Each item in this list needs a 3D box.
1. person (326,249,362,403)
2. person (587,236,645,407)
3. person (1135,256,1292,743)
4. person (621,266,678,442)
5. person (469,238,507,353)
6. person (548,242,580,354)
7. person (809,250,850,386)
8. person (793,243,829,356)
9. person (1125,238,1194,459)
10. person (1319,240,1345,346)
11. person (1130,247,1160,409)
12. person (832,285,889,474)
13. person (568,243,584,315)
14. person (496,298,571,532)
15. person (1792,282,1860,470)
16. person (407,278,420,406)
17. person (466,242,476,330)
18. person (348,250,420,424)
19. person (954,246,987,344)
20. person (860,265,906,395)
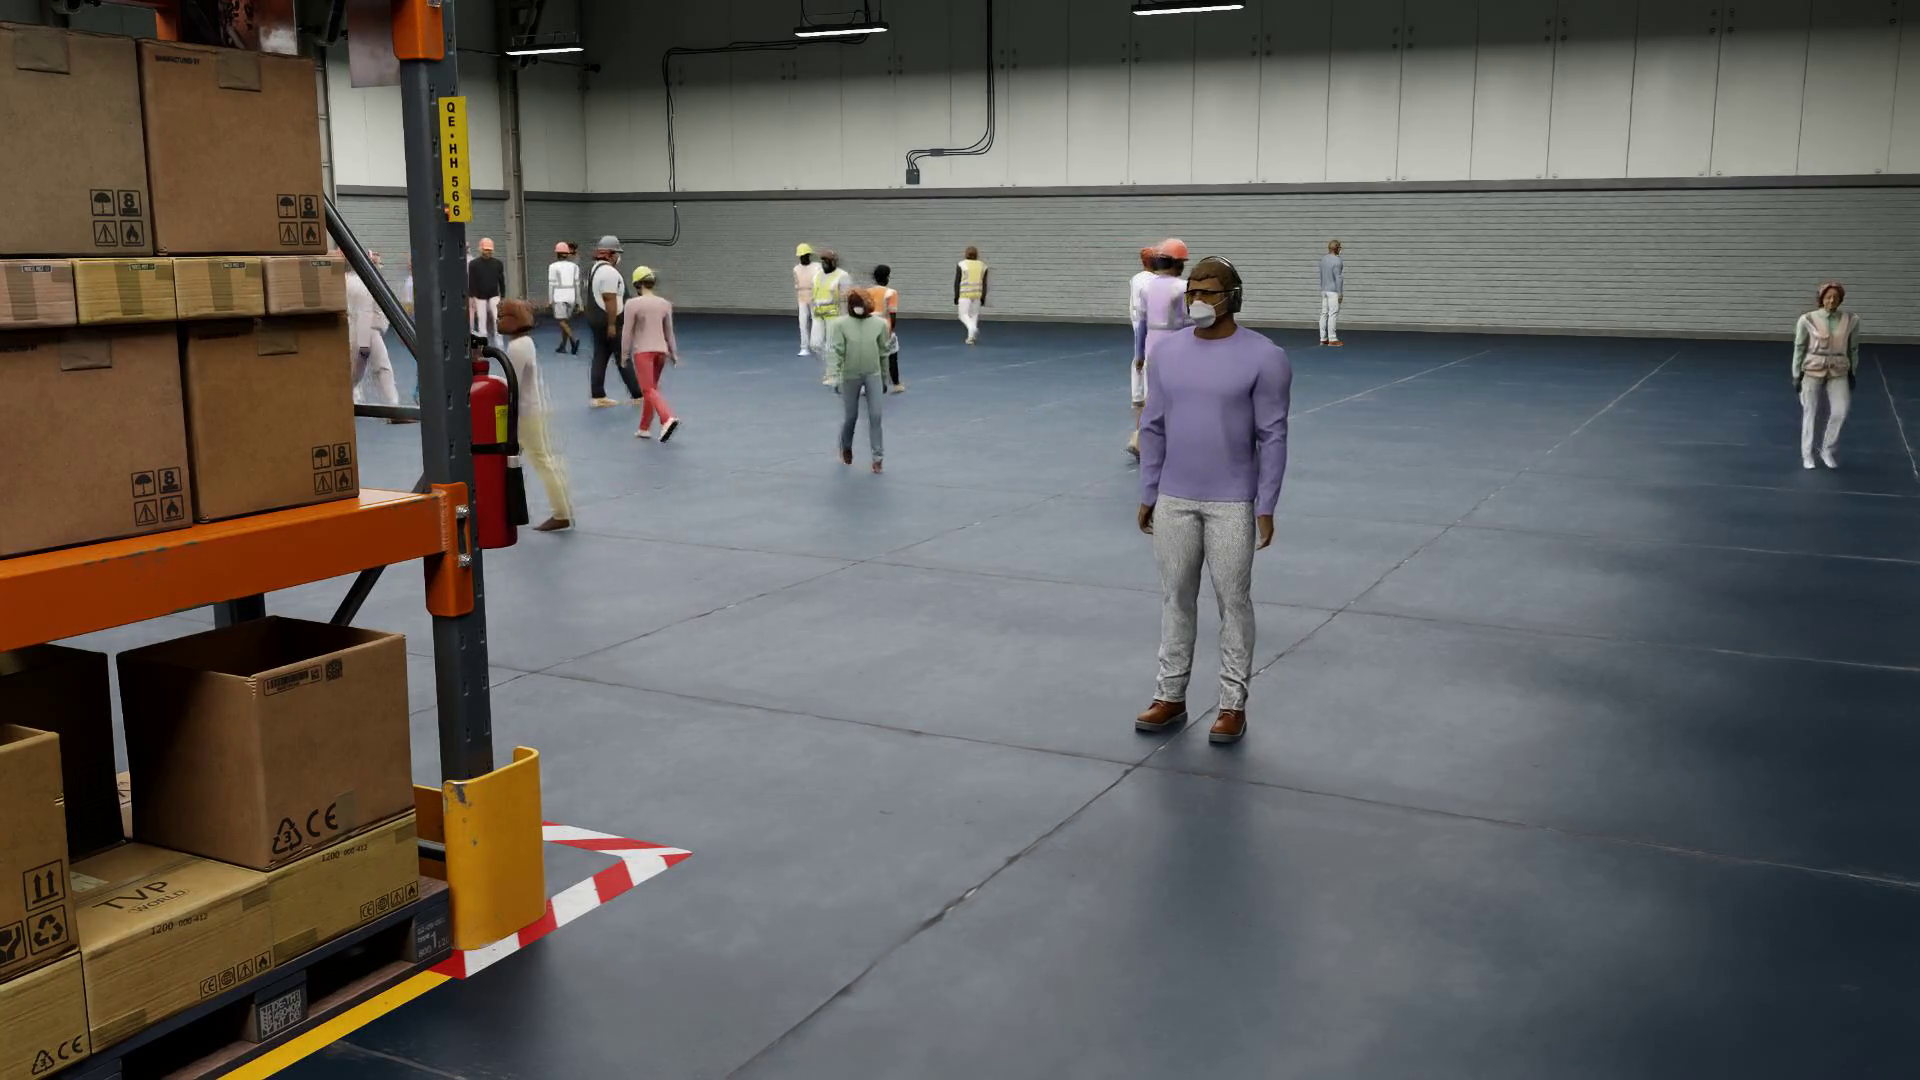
[{"bbox_3d":[-6.869,-2.288,18.491,0.618,1.866,0.485,9,14,41],"label":"person"},{"bbox_3d":[-4.022,-2.586,19.644,0.807,2.000,0.705,-6,12,-31],"label":"person"},{"bbox_3d":[0.998,-0.158,6.684,0.627,1.941,0.370,6,12,31],"label":"person"},{"bbox_3d":[-3.015,-1.829,16.381,0.568,1.720,0.822,-10,14,-42],"label":"person"},{"bbox_3d":[-8.105,-4.181,28.551,0.639,1.961,0.803,-5,11,-25],"label":"person"},{"bbox_3d":[-6.731,-4.124,28.396,0.551,1.912,0.823,-9,14,-42],"label":"person"},{"bbox_3d":[-1.764,-2.990,22.434,0.648,1.823,0.451,8,13,37],"label":"person"},{"bbox_3d":[-2.510,-4.055,28.053,0.590,1.895,0.723,4,11,22],"label":"person"},{"bbox_3d":[1.840,-1.712,14.992,1.013,2.004,0.628,-9,13,-39],"label":"person"},{"bbox_3d":[6.814,-4.518,30.458,0.372,1.940,0.632,-4,11,-21],"label":"person"},{"bbox_3d":[2.179,-2.435,19.254,0.355,1.883,0.573,-5,12,-26],"label":"person"},{"bbox_3d":[-0.861,-1.400,14.359,0.512,1.606,0.654,-2,11,-9],"label":"person"},{"bbox_3d":[-9.808,-6.666,42.472,0.460,1.830,0.594,-6,12,-28],"label":"person"},{"bbox_3d":[-3.065,-0.834,11.293,0.825,1.585,0.523,-2,11,-9],"label":"person"},{"bbox_3d":[7.447,-1.402,14.316,0.542,1.622,0.437,2,11,12],"label":"person"},{"bbox_3d":[-6.162,-2.429,19.371,0.452,1.820,0.595,8,13,36],"label":"person"},{"bbox_3d":[-9.853,-5.003,33.215,0.675,1.894,0.431,-1,10,-5],"label":"person"},{"bbox_3d":[-6.356,-2.140,17.717,0.969,1.866,0.672,-6,12,-29],"label":"person"},{"bbox_3d":[0.218,-4.520,30.788,0.636,1.820,0.632,-5,12,-26],"label":"person"},{"bbox_3d":[-1.018,-2.661,21.117,0.543,1.654,0.862,6,12,30],"label":"person"}]
